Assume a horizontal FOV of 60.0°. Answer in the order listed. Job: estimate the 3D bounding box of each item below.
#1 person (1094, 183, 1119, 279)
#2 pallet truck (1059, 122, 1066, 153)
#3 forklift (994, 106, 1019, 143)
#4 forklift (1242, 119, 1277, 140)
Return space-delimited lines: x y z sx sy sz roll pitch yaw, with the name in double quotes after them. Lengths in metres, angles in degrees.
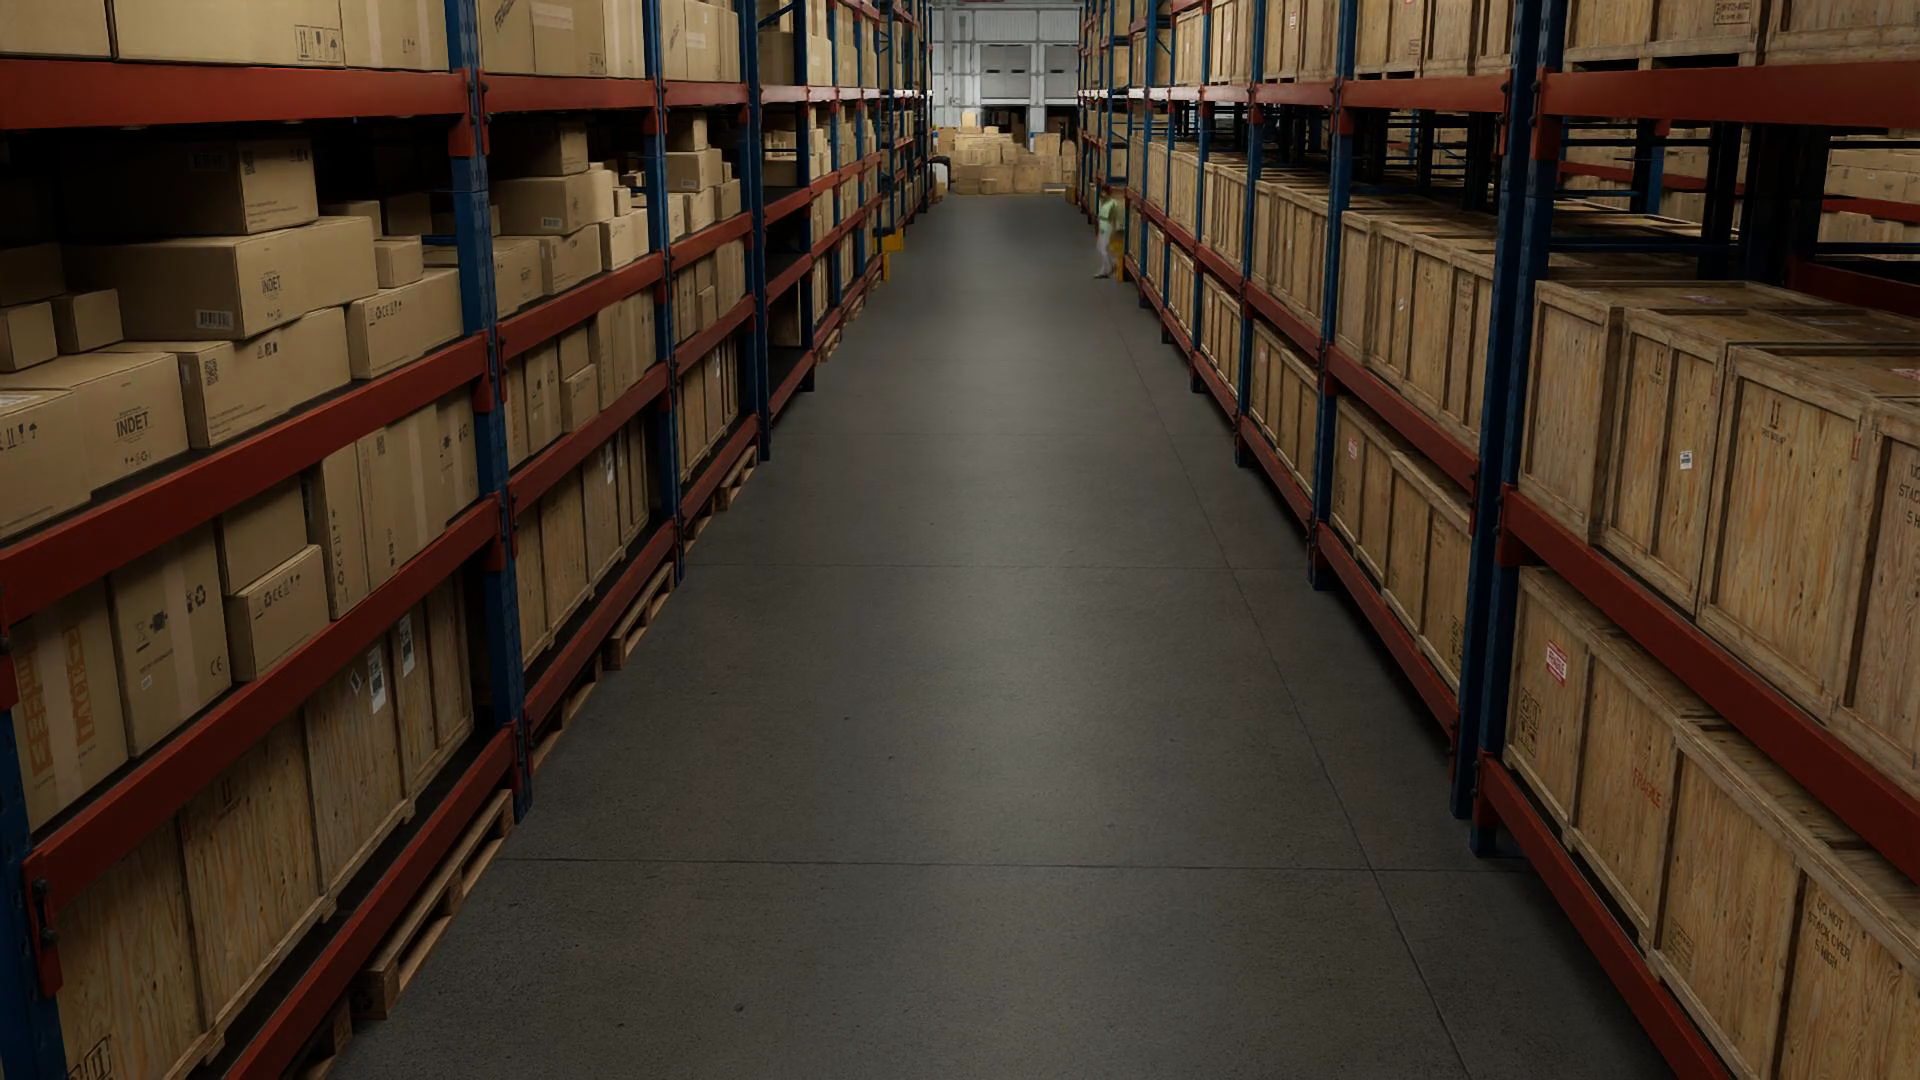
2.812 -5.885 31.710 0.521 1.811 0.650 -5 16 -19 "person"
5.788 -21.111 88.014 1.885 1.965 0.823 5 16 18 "pallet truck"
2.165 -20.356 83.529 1.129 2.768 1.873 -7 17 -24 "forklift"
7.745 -9.617 43.573 1.129 2.768 1.873 0 15 2 "forklift"
